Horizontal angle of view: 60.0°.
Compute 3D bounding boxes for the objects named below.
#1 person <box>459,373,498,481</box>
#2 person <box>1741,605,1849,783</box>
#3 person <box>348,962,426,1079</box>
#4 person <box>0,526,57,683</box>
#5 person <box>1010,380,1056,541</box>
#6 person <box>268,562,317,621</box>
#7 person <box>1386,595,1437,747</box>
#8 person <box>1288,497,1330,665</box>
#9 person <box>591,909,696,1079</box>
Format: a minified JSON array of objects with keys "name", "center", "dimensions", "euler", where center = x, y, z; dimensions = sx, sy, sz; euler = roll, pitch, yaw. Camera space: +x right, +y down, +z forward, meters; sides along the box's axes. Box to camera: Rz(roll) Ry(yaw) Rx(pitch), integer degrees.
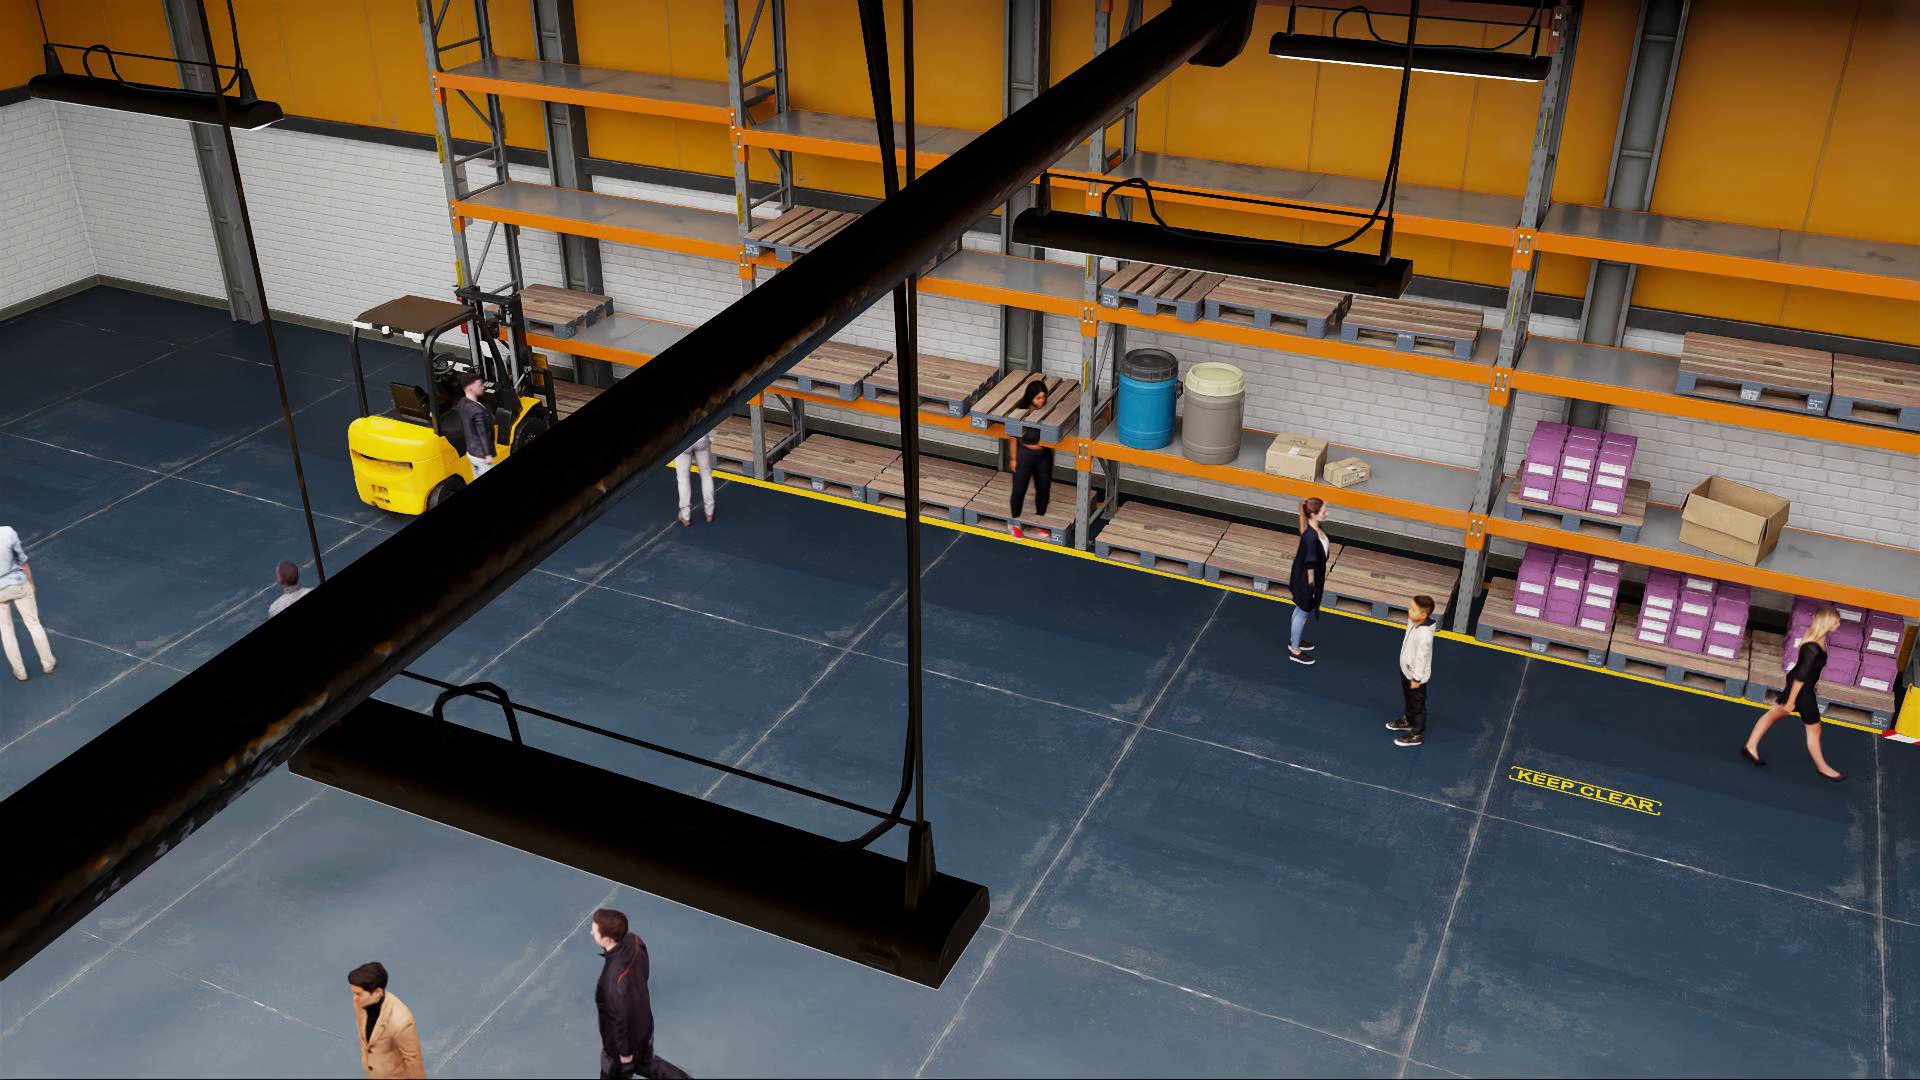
[{"name":"person","center":[-5.145,-0.922,17.831],"dimensions":[0.793,1.835,0.655],"euler":[-21,35,-33]},{"name":"person","center":[6.976,1.273,14.017],"dimensions":[1.036,1.633,0.570],"euler":[14,31,23]},{"name":"person","center":[-3.481,3.267,10.264],"dimensions":[0.609,1.726,0.752],"euler":[18,34,30]},{"name":"person","center":[-8.769,0.450,15.301],"dimensions":[0.743,1.848,0.774],"euler":[-15,32,-25]},{"name":"person","center":[0.774,-0.883,17.781],"dimensions":[0.768,1.813,0.839],"euler":[-8,30,-14]},{"name":"person","center":[-5.562,1.052,14.240],"dimensions":[1.176,1.806,0.747],"euler":[15,32,26]},{"name":"person","center":[3.985,1.113,14.499],"dimensions":[0.649,1.452,0.647],"euler":[-2,29,-4]},{"name":"person","center":[3.263,0.358,15.640],"dimensions":[0.623,1.684,0.671],"euler":[7,29,12]},{"name":"person","center":[-2.009,3.088,10.421],"dimensions":[1.134,1.889,0.867],"euler":[5,29,8]}]
